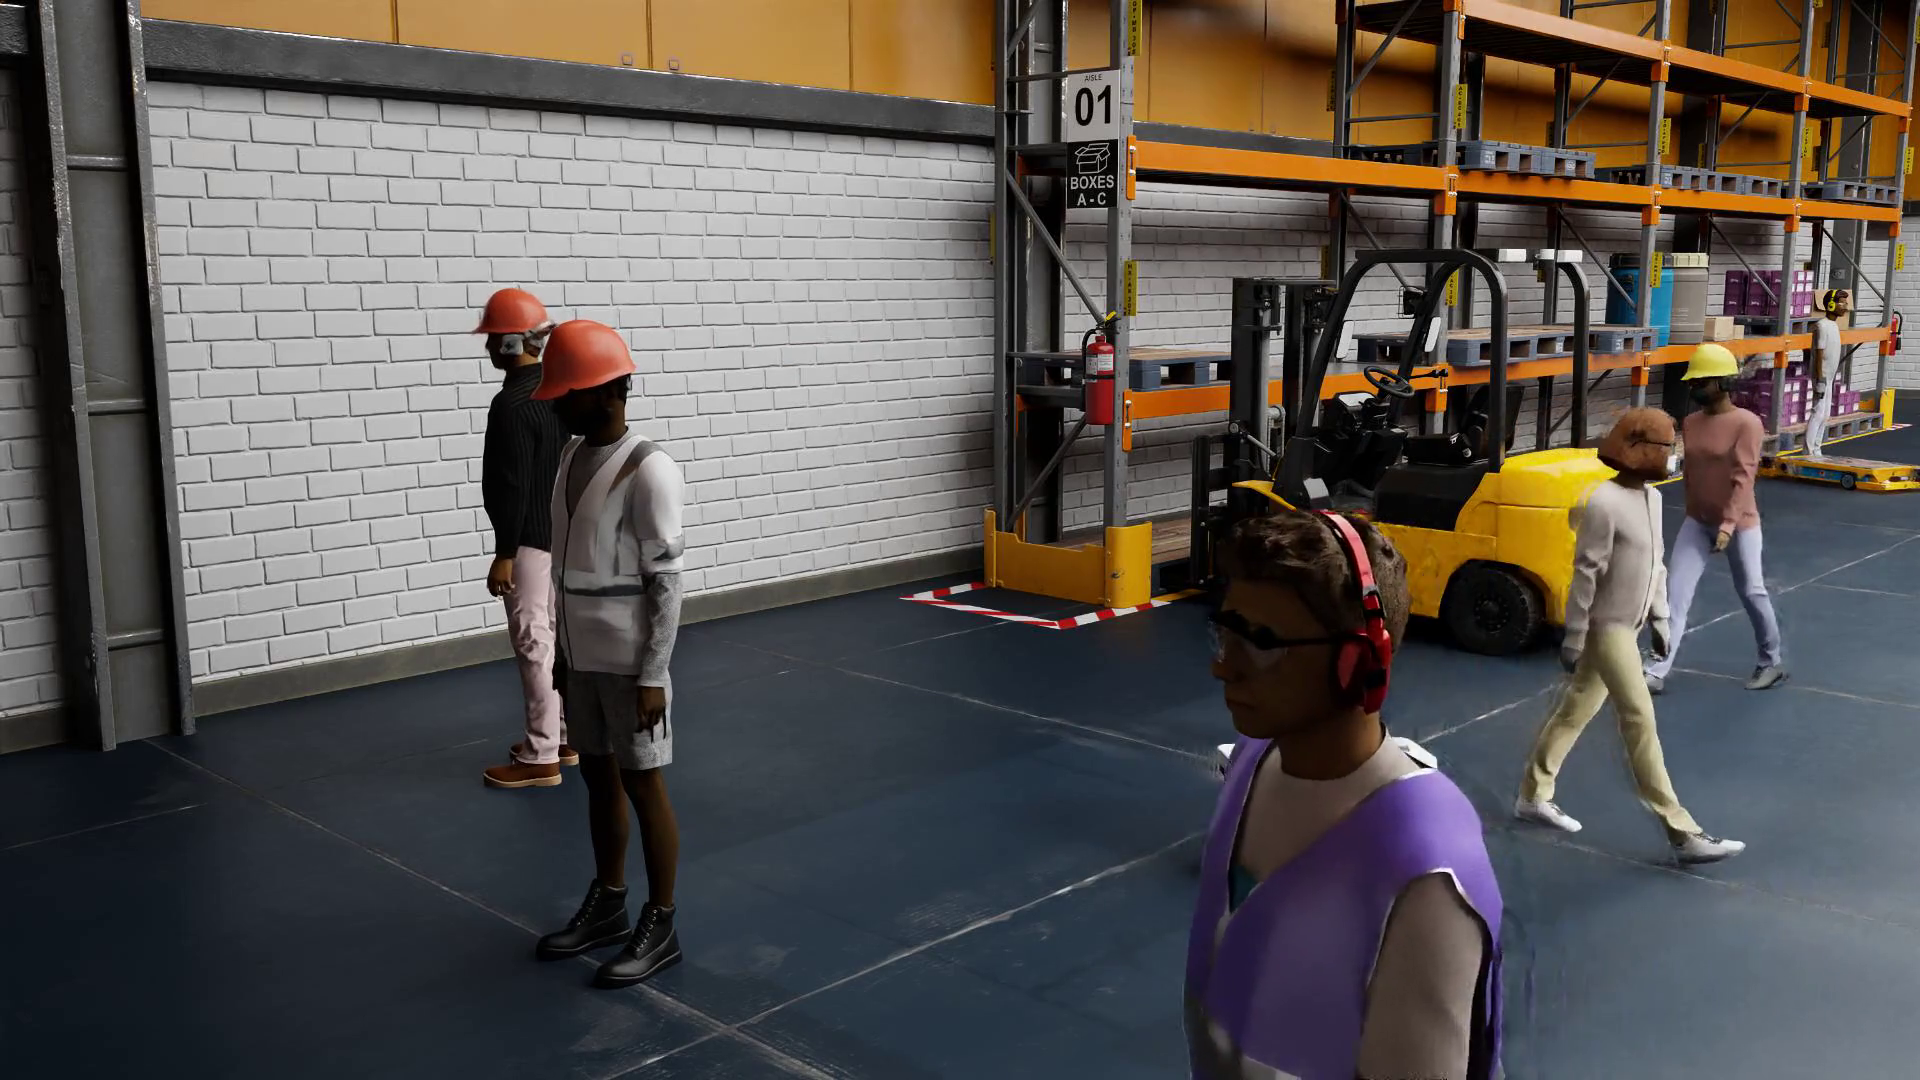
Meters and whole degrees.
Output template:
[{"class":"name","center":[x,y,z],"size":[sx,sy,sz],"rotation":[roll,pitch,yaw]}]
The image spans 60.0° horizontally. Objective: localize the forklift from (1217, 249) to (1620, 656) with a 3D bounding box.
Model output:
[{"class":"forklift","center":[2.710,-0.584,9.626],"size":[2.313,2.155,1.214],"rotation":[9,13,43]}]

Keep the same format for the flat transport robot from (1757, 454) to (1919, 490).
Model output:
[{"class":"flat transport robot","center":[8.486,-0.663,15.986],"size":[0.652,0.197,1.431],"rotation":[-4,10,-23]}]

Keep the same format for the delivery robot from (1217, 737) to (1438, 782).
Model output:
[{"class":"delivery robot","center":[1.252,0.824,5.717],"size":[0.707,0.478,0.477],"rotation":[-1,9,-7]}]

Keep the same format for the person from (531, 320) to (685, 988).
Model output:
[{"class":"person","center":[-1.032,0.331,4.833],"size":[0.374,1.928,0.543],"rotation":[-9,13,-44]}]

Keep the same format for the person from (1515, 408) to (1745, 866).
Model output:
[{"class":"person","center":[2.384,0.328,5.884],"size":[0.880,1.577,0.503],"rotation":[8,12,42]}]

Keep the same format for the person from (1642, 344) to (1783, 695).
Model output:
[{"class":"person","center":[3.682,-0.090,8.072],"size":[0.945,1.713,0.532],"rotation":[-4,10,-23]}]

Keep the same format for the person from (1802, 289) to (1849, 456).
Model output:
[{"class":"person","center":[8.984,-1.661,17.260],"size":[0.321,1.861,0.514],"rotation":[8,12,40]}]

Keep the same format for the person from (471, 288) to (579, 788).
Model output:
[{"class":"person","center":[-1.737,-0.008,6.697],"size":[0.375,1.996,0.611],"rotation":[1,9,5]}]

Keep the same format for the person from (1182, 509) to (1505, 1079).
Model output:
[{"class":"person","center":[0.401,0.853,2.034],"size":[0.883,1.803,0.587],"rotation":[-2,9,-12]}]
